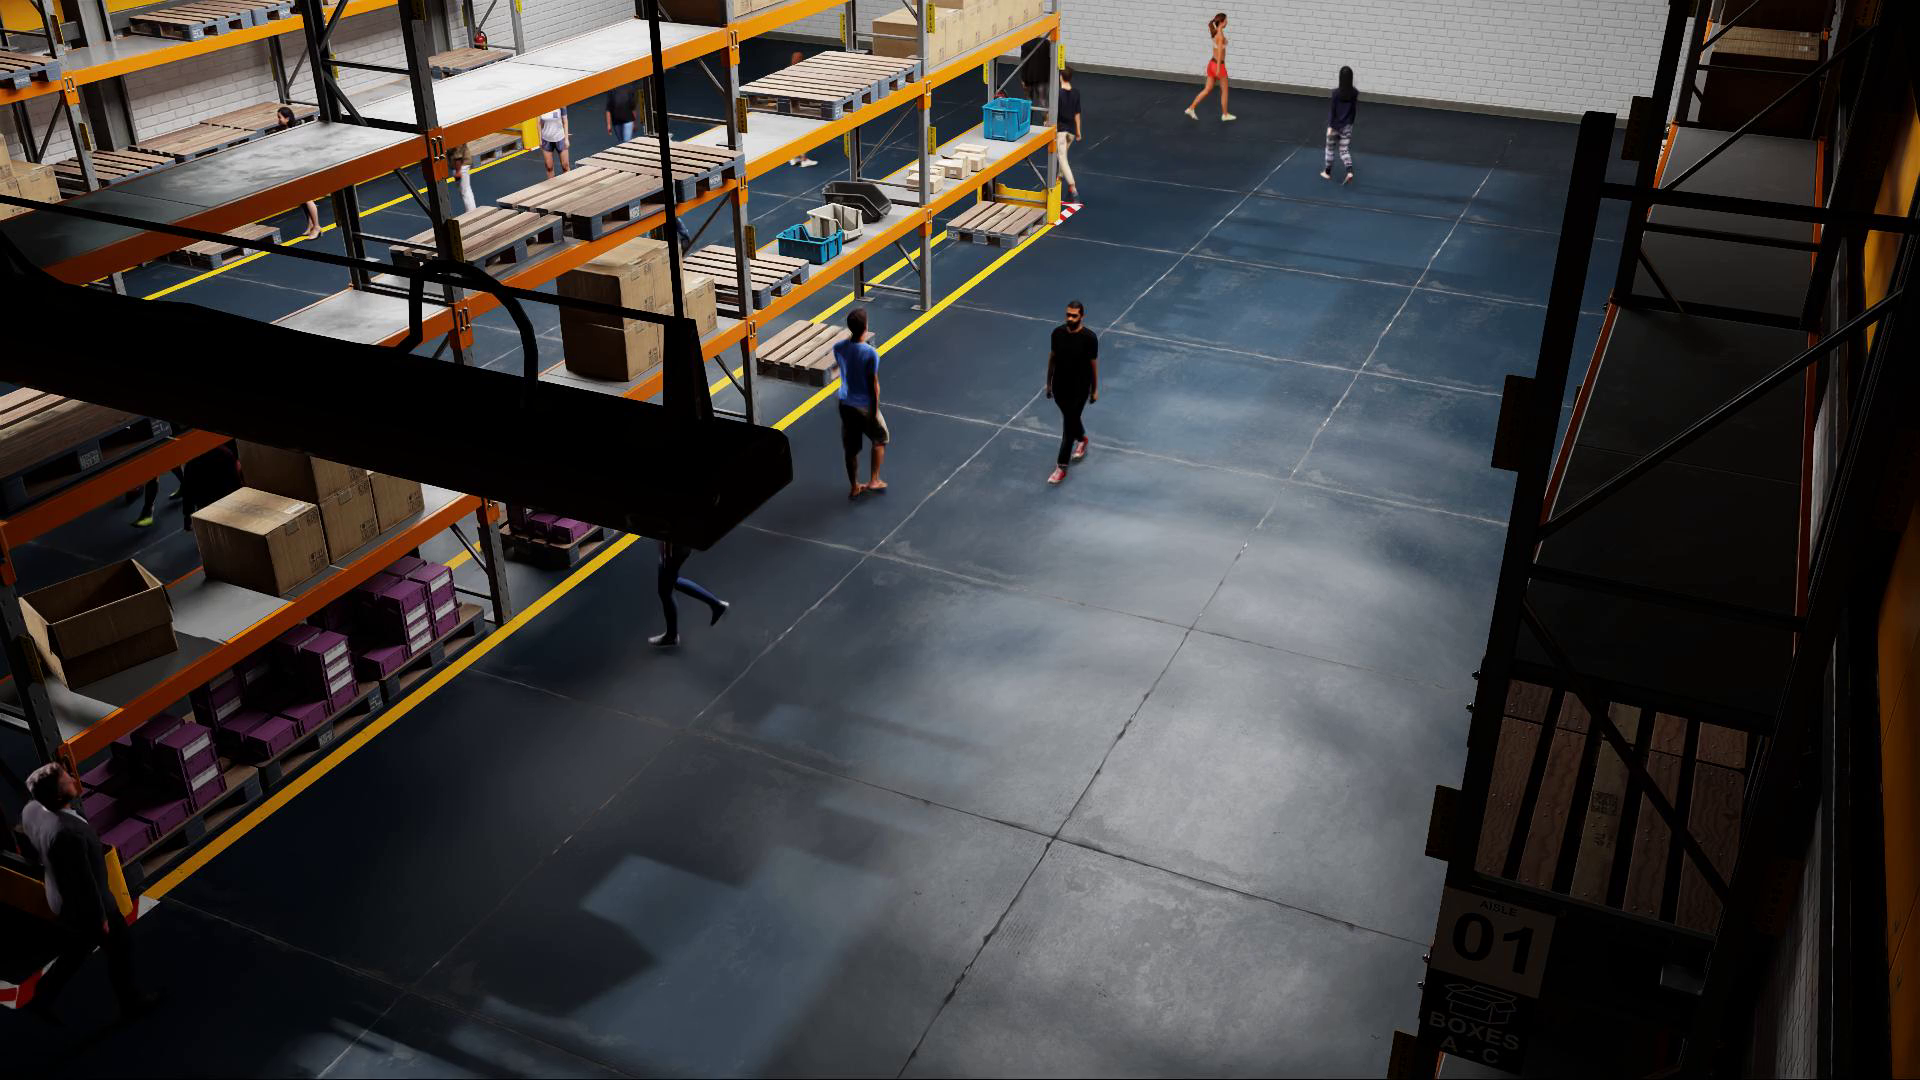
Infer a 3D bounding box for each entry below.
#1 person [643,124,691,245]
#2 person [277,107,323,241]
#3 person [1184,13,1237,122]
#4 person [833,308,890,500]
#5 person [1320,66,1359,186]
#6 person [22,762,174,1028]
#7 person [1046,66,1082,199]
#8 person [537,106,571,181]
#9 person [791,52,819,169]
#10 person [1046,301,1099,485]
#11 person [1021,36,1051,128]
[{"bbox_3d":[-3.879,-4.617,21.629,1.291,1.827,1.035,-21,35,-33],"label":"person"},{"bbox_3d":[-8.837,-4.901,22.209,0.799,1.769,0.776,-19,34,-30],"label":"person"},{"bbox_3d":[4.154,-7.774,27.490,1.092,1.757,1.122,-6,29,-11],"label":"person"},{"bbox_3d":[-0.976,-1.210,15.360,0.642,1.849,0.675,11,30,19],"label":"person"},{"bbox_3d":[5.617,-6.047,24.377,1.039,1.706,1.111,-9,30,-16],"label":"person"},{"bbox_3d":[-5.024,2.059,9.395,0.868,1.822,1.049,22,36,35],"label":"person"},{"bbox_3d":[1.527,-5.795,23.802,1.148,1.815,1.096,-16,32,-26],"label":"person"},{"bbox_3d":[-5.797,-5.725,23.787,0.668,1.706,0.654,0,29,0],"label":"person"},{"bbox_3d":[-2.451,-6.533,25.263,0.664,1.710,0.627,22,36,35],"label":"person"},{"bbox_3d":[1.102,-1.480,15.990,0.713,1.719,1.184,15,32,26],"label":"person"},{"bbox_3d":[1.256,-7.418,26.816,1.037,1.777,1.175,-5,29,-10],"label":"person"}]
